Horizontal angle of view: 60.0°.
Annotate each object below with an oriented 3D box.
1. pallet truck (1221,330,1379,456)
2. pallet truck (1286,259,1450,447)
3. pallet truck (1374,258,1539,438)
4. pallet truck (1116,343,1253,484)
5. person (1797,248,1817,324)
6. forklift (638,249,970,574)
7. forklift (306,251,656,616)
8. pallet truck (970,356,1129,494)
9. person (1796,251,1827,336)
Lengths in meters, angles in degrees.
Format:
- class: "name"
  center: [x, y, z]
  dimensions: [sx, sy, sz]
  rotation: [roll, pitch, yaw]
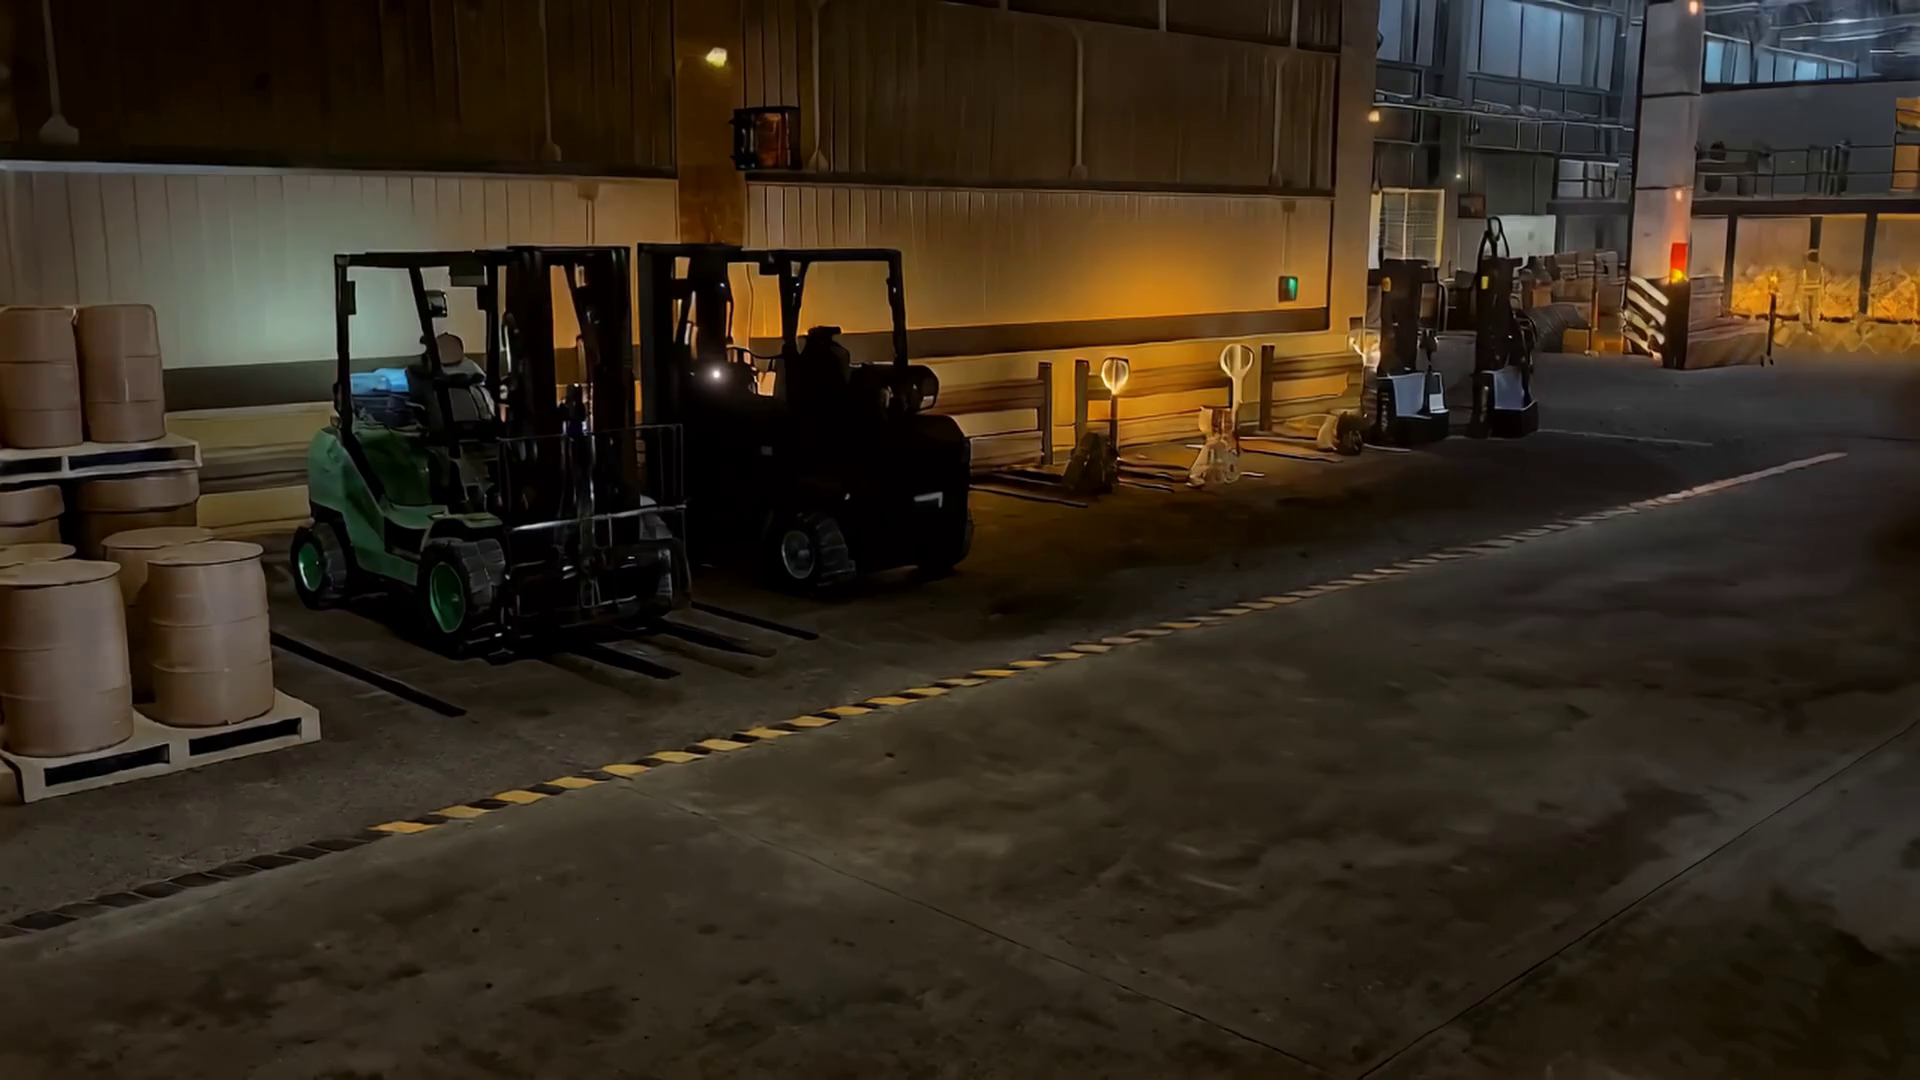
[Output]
- class: "pallet truck"
  center: [3.563, -1.581, 17.381]
  dimensions: [0.653, 1.274, 1.630]
  rotation: [-10, 14, -44]
- class: "pallet truck"
  center: [4.493, -2.078, 18.196]
  dimensions: [0.823, 1.965, 1.885]
  rotation: [-9, 14, -40]
- class: "pallet truck"
  center: [5.704, -2.208, 18.901]
  dimensions: [1.885, 1.965, 0.823]
  rotation: [10, 14, 43]
- class: "pallet truck"
  center: [1.962, -1.215, 15.415]
  dimensions: [1.522, 1.261, 0.704]
  rotation: [10, 14, 43]
- class: "person"
  center: [21.551, -6.458, 42.271]
  dimensions: [0.372, 1.925, 0.594]
  rotation: [2, 11, 13]
- class: "forklift"
  center: [-1.173, -0.958, 11.239]
  dimensions: [2.680, 1.987, 1.157]
  rotation: [10, 14, 43]
- class: "forklift"
  center: [-2.833, -0.669, 9.694]
  dimensions: [1.157, 1.987, 2.680]
  rotation: [-10, 14, -44]
- class: "pallet truck"
  center: [0.784, -1.085, 14.876]
  dimensions: [0.680, 1.201, 1.601]
  rotation: [-10, 14, -44]
- class: "person"
  center: [19.070, -5.523, 37.285]
  dimensions: [0.587, 1.882, 0.342]
  rotation: [2, 11, 9]
